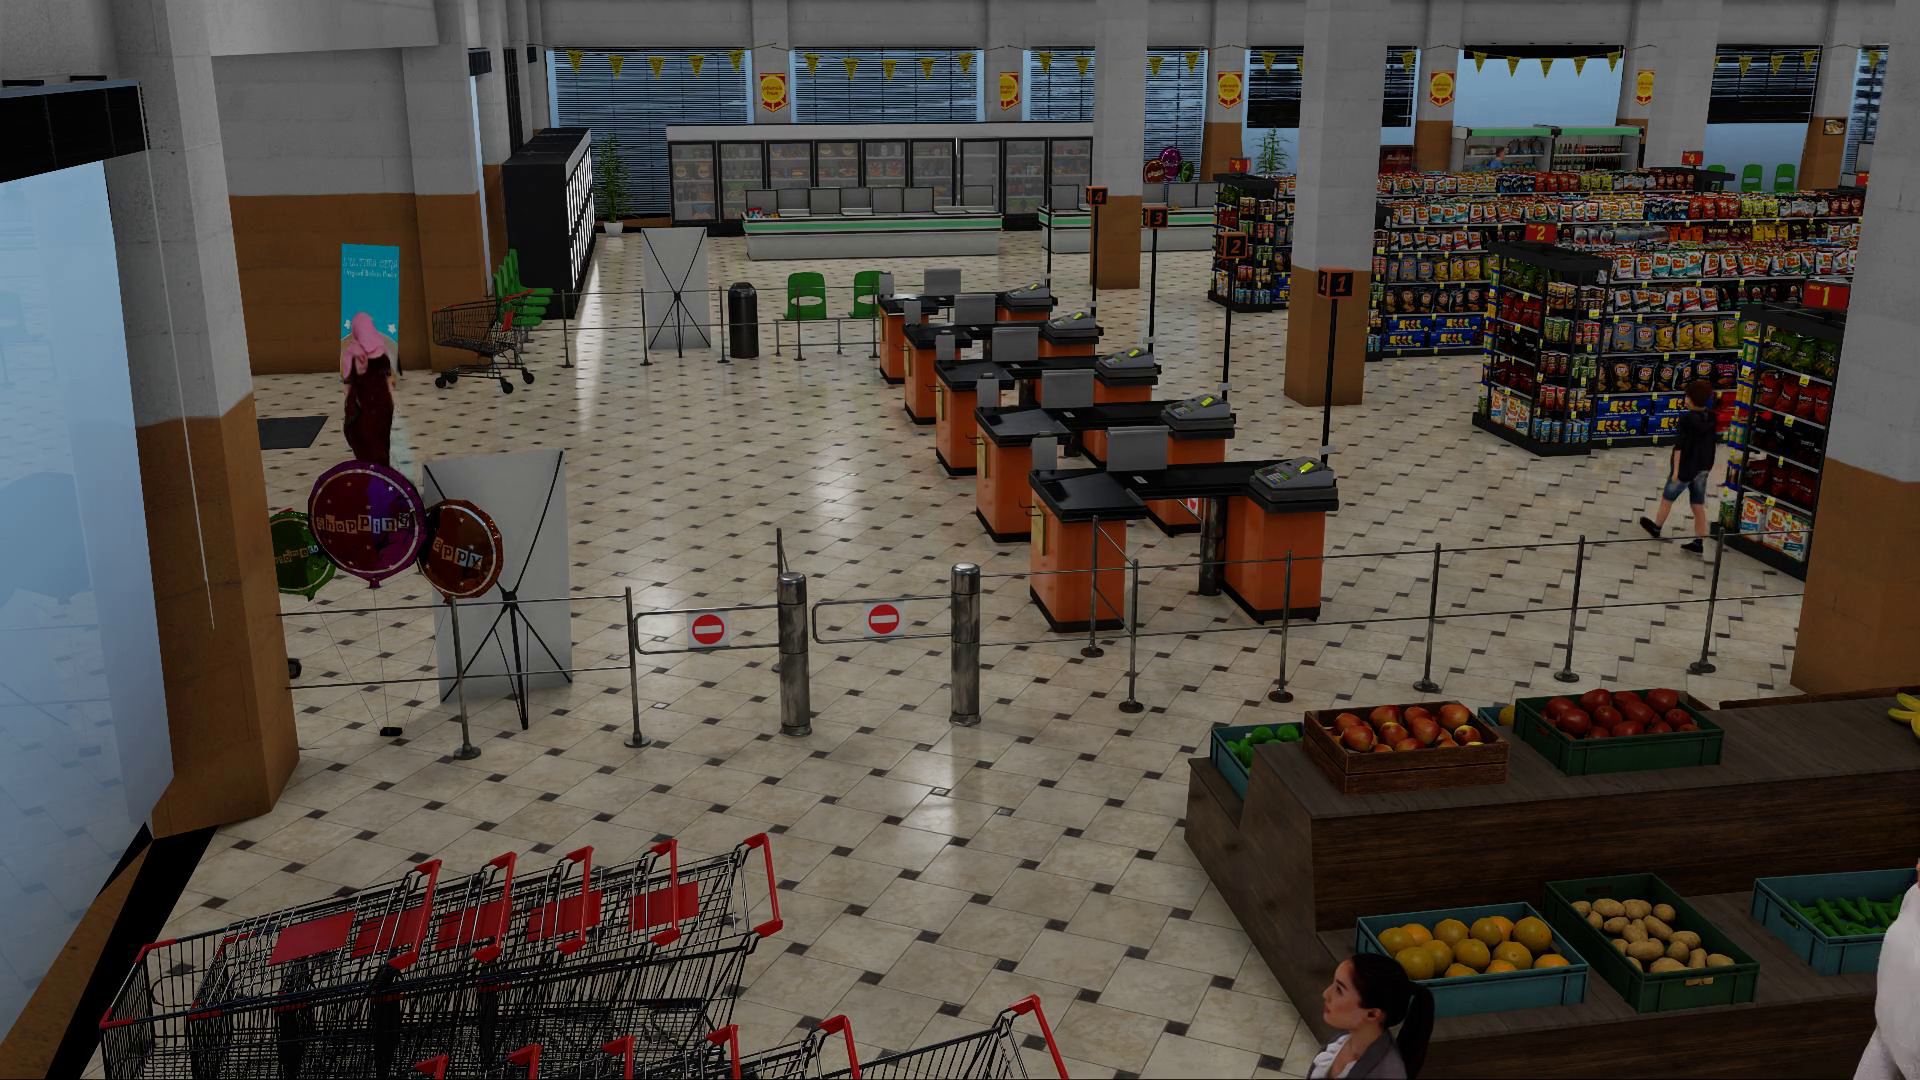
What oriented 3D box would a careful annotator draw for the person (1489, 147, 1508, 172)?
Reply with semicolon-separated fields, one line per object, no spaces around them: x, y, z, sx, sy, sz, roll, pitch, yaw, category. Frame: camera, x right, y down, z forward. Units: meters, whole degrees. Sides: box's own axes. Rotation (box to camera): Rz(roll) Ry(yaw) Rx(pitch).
11.611;-7.663;36.313;0.915;1.796;0.725;-1;17;-5;person

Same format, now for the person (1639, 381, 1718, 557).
5.997;-0.560;13.576;0.873;1.414;0.618;-4;17;-12;person

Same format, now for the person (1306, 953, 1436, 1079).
1.157;1.952;4.852;0.658;1.678;0.669;1;17;3;person

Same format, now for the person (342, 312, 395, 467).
-5.590;-1.342;15.784;0.813;1.628;0.871;-13;21;-37;person
